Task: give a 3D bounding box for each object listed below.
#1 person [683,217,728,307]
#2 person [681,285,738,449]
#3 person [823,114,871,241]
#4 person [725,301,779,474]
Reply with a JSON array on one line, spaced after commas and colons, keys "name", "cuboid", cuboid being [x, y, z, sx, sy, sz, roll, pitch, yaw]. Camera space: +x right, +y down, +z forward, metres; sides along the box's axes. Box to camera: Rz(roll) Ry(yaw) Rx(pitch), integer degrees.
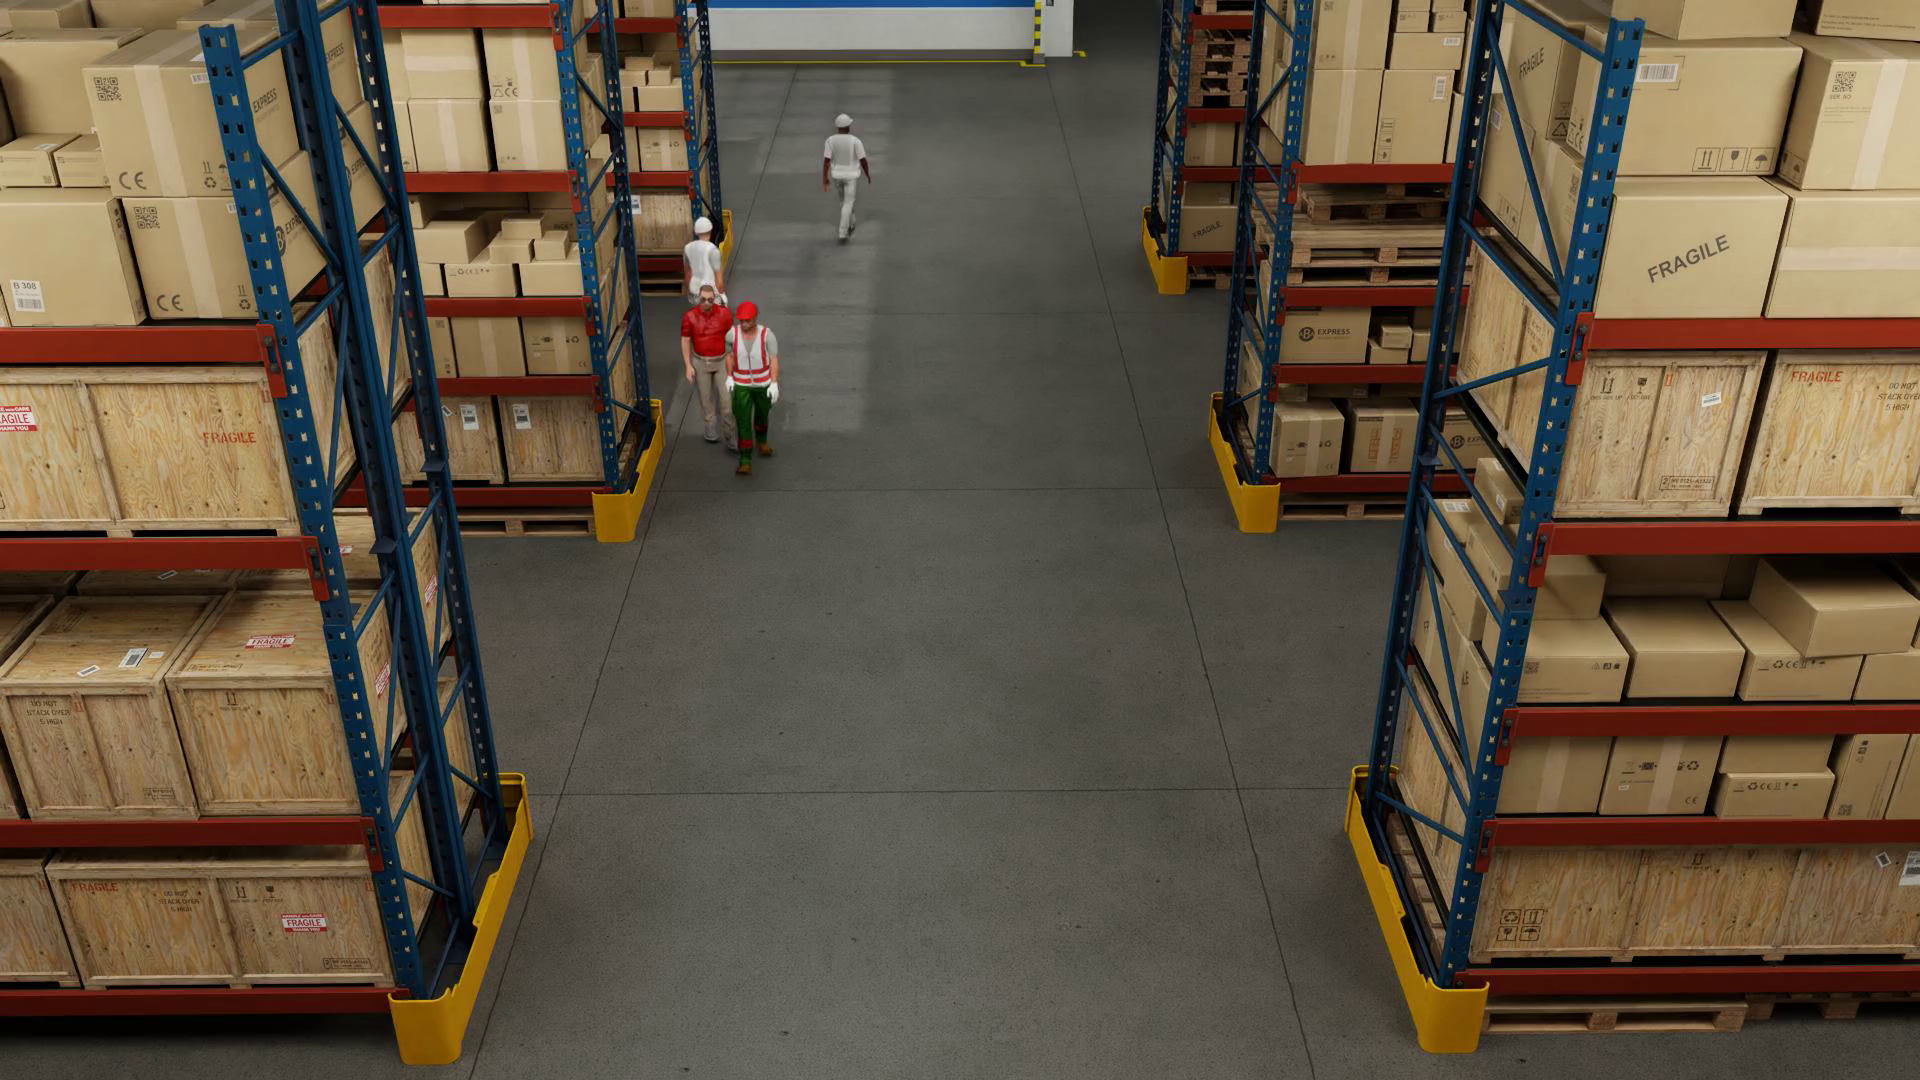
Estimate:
[{"name": "person", "cuboid": [-2.915, -2.826, 19.138, 0.549, 1.787, 0.554, 21, 35, 34]}, {"name": "person", "cuboid": [-2.583, -1.777, 17.220, 0.560, 1.717, 0.762, -4, 29, -8]}, {"name": "person", "cuboid": [-1.591, -5.160, 23.518, 0.617, 1.732, 1.018, 8, 29, 14]}, {"name": "person", "cuboid": [-2.088, -1.552, 16.749, 0.552, 1.742, 0.953, -4, 28, -7]}]
